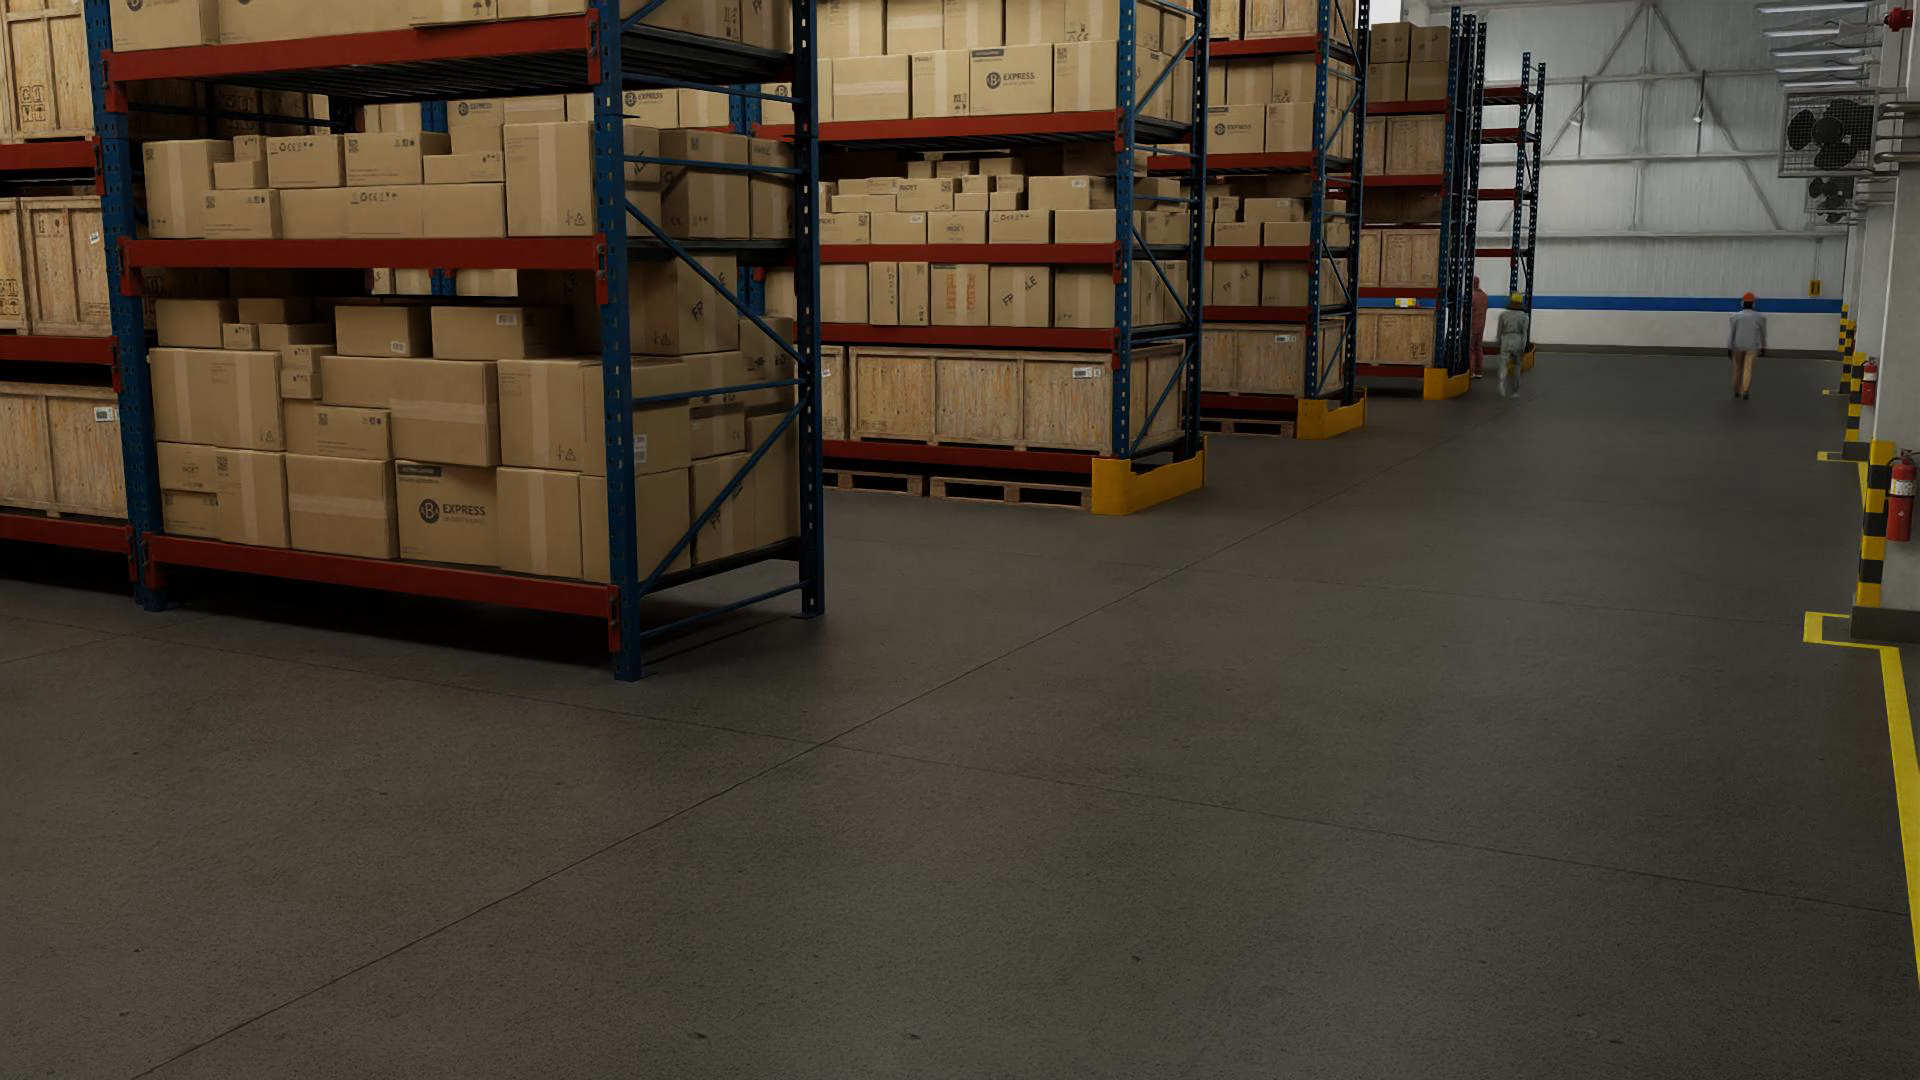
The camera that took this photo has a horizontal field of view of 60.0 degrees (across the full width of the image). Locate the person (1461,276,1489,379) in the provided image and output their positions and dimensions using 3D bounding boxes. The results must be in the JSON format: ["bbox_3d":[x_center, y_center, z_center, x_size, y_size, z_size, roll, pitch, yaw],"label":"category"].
[{"bbox_3d":[9.496,-3.937,30.865,0.651,1.904,0.401,-8,12,-38],"label":"person"}]

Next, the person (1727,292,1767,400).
[{"bbox_3d":[12.597,-3.112,26.652,0.566,1.714,0.879,5,11,27],"label":"person"}]

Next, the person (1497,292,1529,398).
[{"bbox_3d":[8.862,-3.124,26.728,0.488,1.709,0.806,4,11,22],"label":"person"}]
